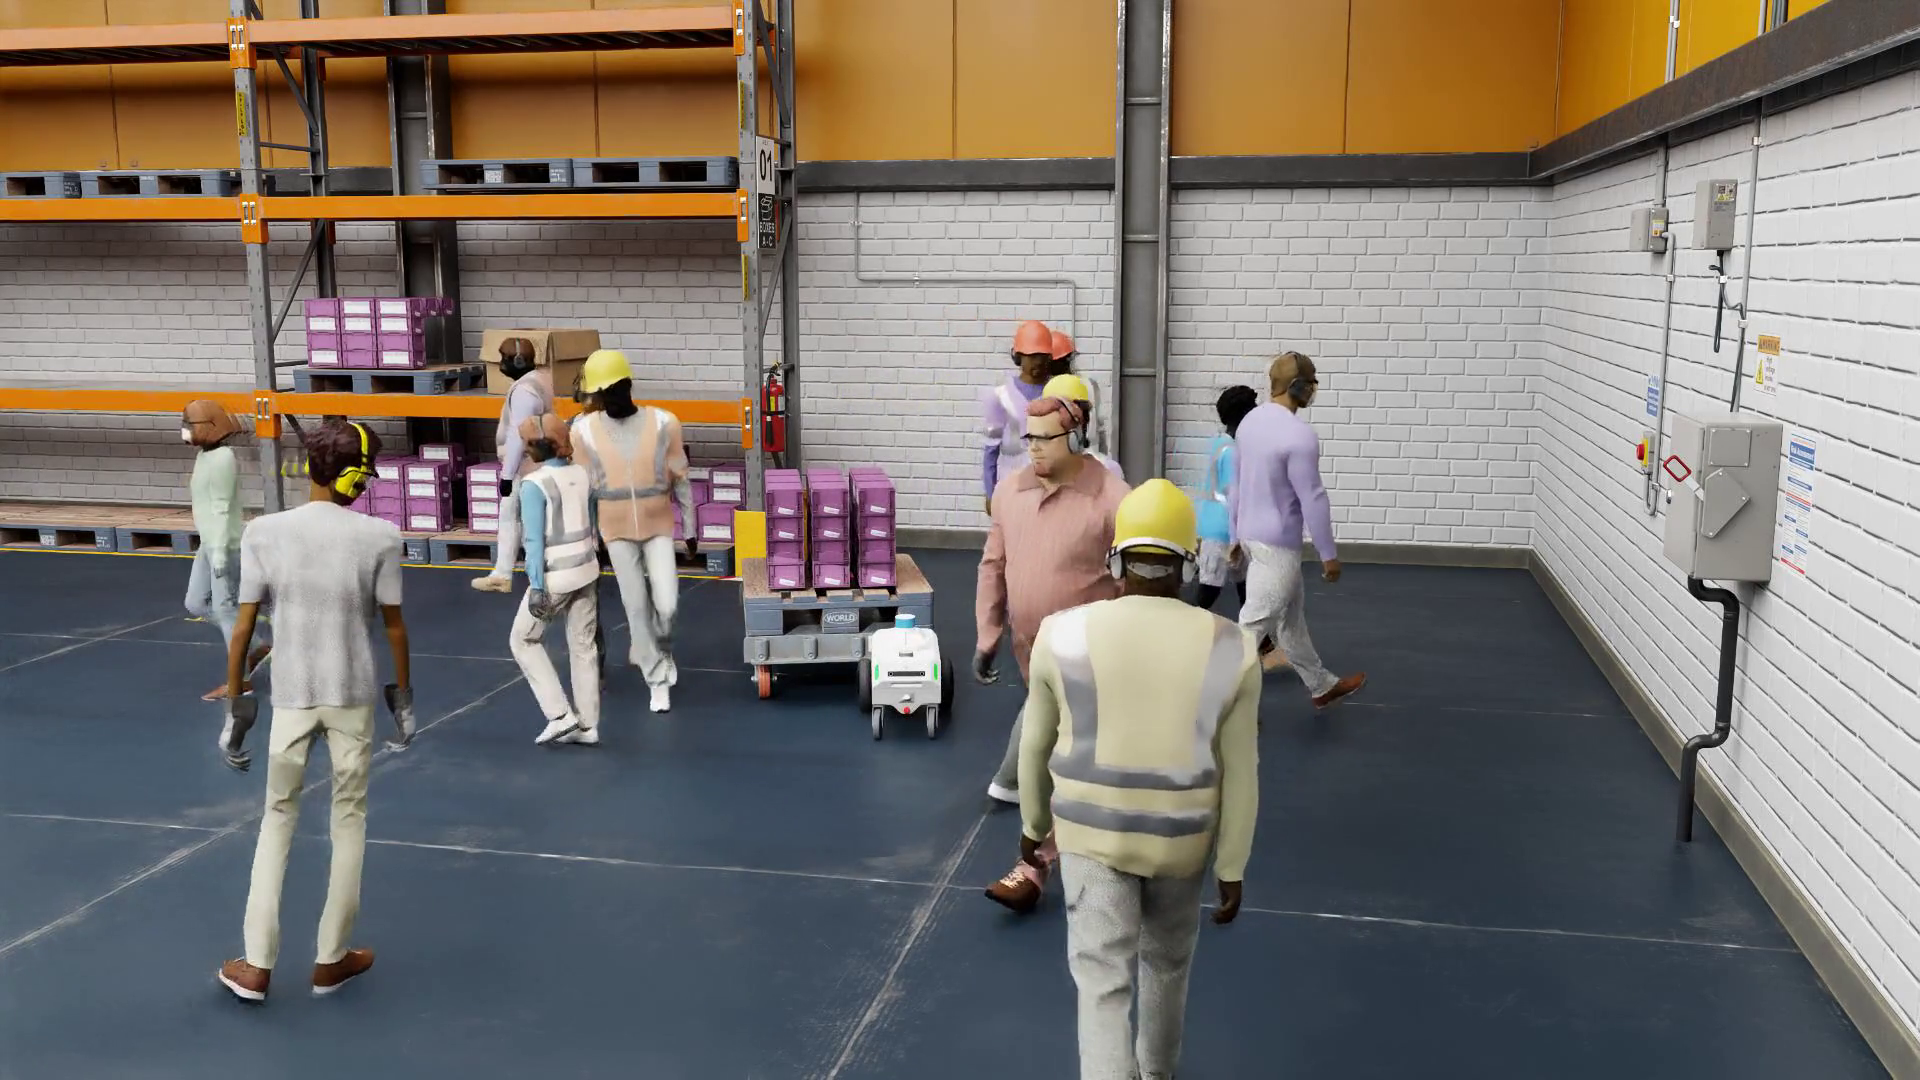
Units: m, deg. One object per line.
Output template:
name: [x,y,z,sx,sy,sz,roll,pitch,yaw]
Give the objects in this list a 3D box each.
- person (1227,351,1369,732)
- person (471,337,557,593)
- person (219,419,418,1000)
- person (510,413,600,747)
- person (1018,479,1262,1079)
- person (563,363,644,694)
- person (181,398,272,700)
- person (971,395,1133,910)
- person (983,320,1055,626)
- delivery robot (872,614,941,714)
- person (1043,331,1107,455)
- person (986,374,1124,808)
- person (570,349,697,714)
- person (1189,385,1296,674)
person: [1.651,0.019,8.236,0.990,1.890,0.636,-2,10,-13]
person: [-3.112,-0.488,11.516,0.810,1.811,0.666,-1,10,-8]
person: [-2.052,0.533,5.326,0.591,1.828,0.467,-2,10,-13]
person: [-1.918,0.202,7.922,0.407,1.617,0.546,4,10,22]
person: [0.445,0.740,4.217,0.594,1.794,0.923,0,9,2]
person: [-1.925,-0.087,9.136,0.534,1.813,0.835,1,9,6]
person: [-3.958,0.049,8.886,0.373,1.622,0.506,-8,12,-38]
person: [0.359,0.386,6.174,0.634,1.844,1.039,8,13,41]
person: [0.432,-0.367,10.310,0.606,1.995,1.061,-3,10,-18]
delivery robot: [-0.274,0.618,8.368,0.477,0.478,0.707,0,9,-3]
person: [0.750,-0.409,10.850,0.592,1.889,0.532,-6,11,-33]
person: [0.475,0.217,7.208,1.009,1.851,0.627,-8,12,-39]
person: [-1.700,-0.059,8.693,0.630,1.889,0.518,-2,10,-11]
person: [1.539,-0.035,9.287,0.806,1.650,0.540,2,10,9]
